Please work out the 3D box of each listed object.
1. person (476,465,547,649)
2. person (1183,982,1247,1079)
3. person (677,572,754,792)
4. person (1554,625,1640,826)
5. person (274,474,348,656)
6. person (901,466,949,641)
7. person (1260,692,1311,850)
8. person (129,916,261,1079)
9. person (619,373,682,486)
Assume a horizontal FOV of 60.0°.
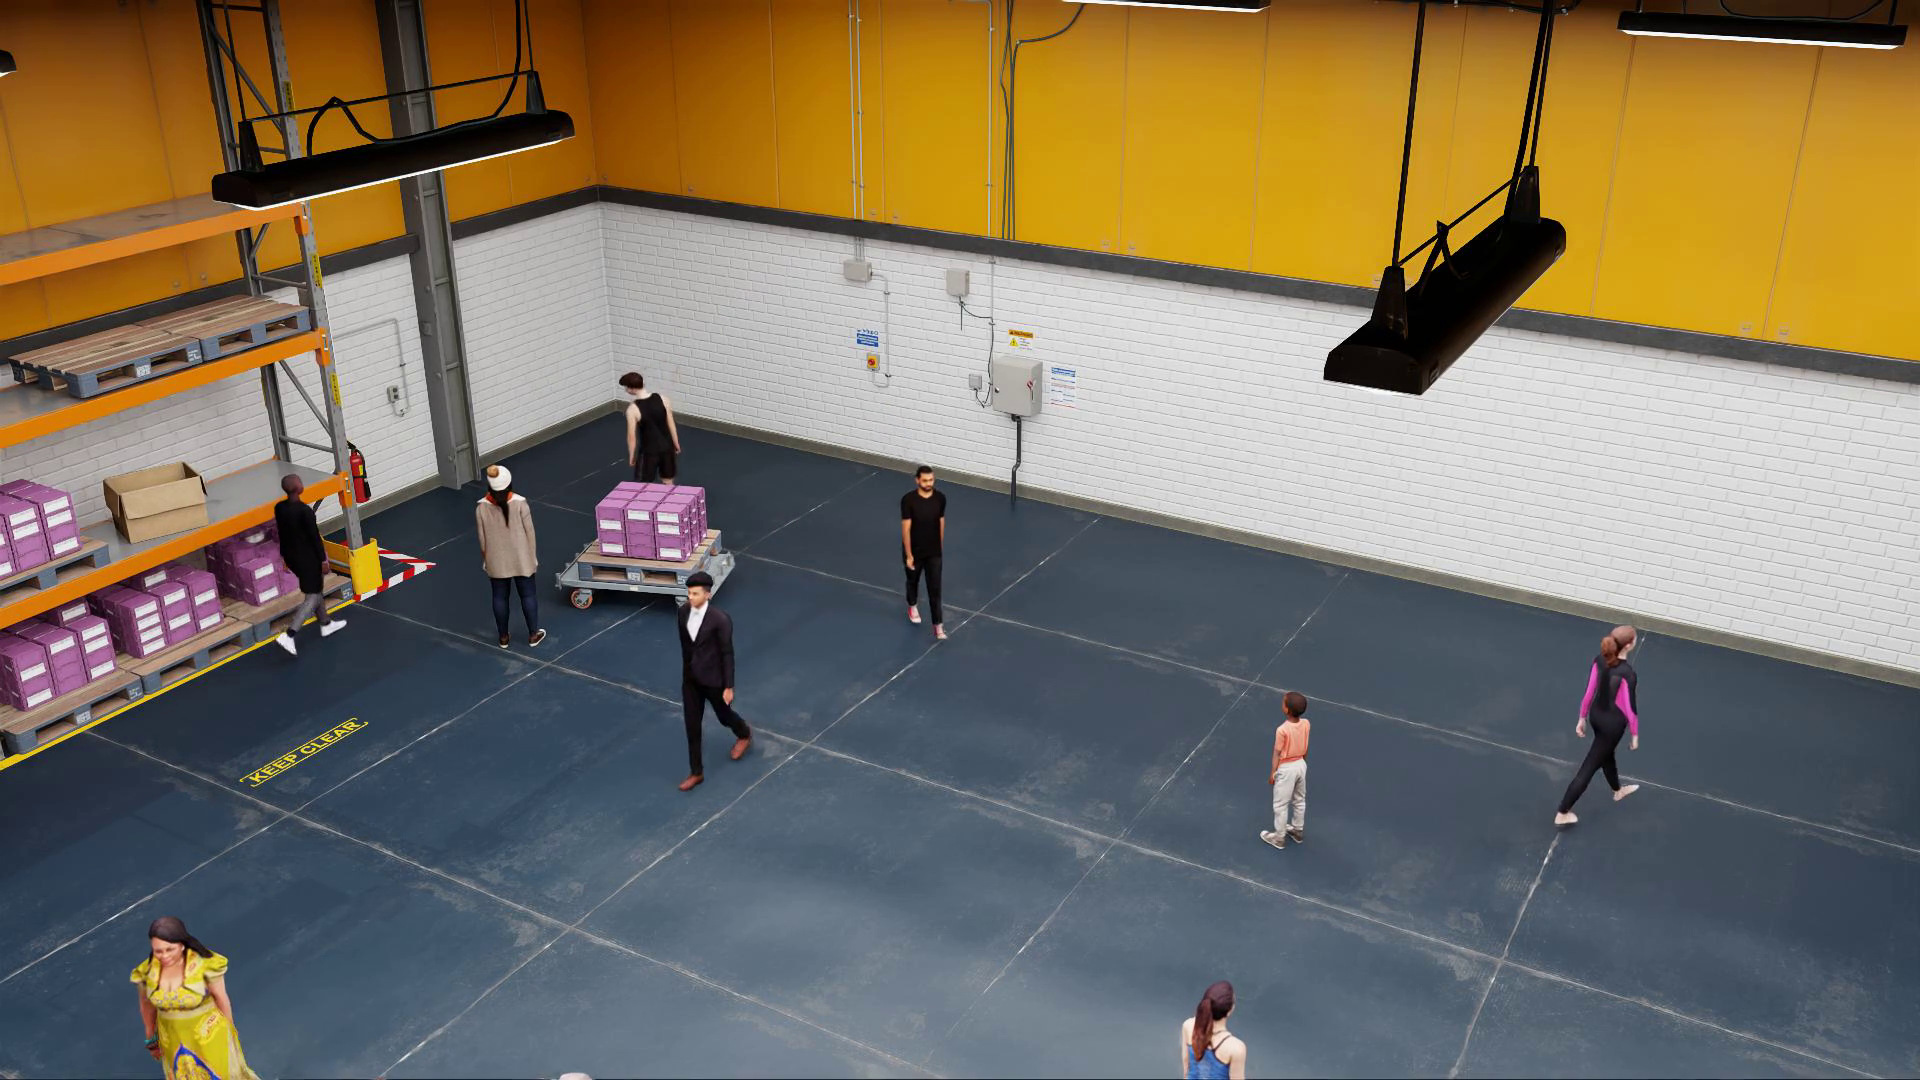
[{"bbox_3d":[-4.309,0.136,15.873,0.821,1.888,0.855,-2,24,-4],"label":"person"},{"bbox_3d":[1.391,3.154,9.318,0.583,1.608,0.563,18,29,35],"label":"person"},{"bbox_3d":[-2.023,1.100,13.715,0.711,1.850,1.151,12,26,26],"label":"person"},{"bbox_3d":[4.982,1.501,13.000,1.208,1.688,0.991,-12,26,-25],"label":"person"},{"bbox_3d":[-6.300,0.251,15.807,0.638,1.731,1.080,13,27,27],"label":"person"},{"bbox_3d":[-0.402,0.088,16.206,1.136,1.708,1.175,-7,25,-16],"label":"person"},{"bbox_3d":[2.562,1.770,12.859,0.518,1.308,0.603,-12,27,-26],"label":"person"},{"bbox_3d":[-4.530,2.884,9.886,0.973,1.648,1.024,-3,24,-8],"label":"person"},{"bbox_3d":[-3.338,-0.999,18.516,0.741,1.851,0.938,-7,25,-16],"label":"person"}]
